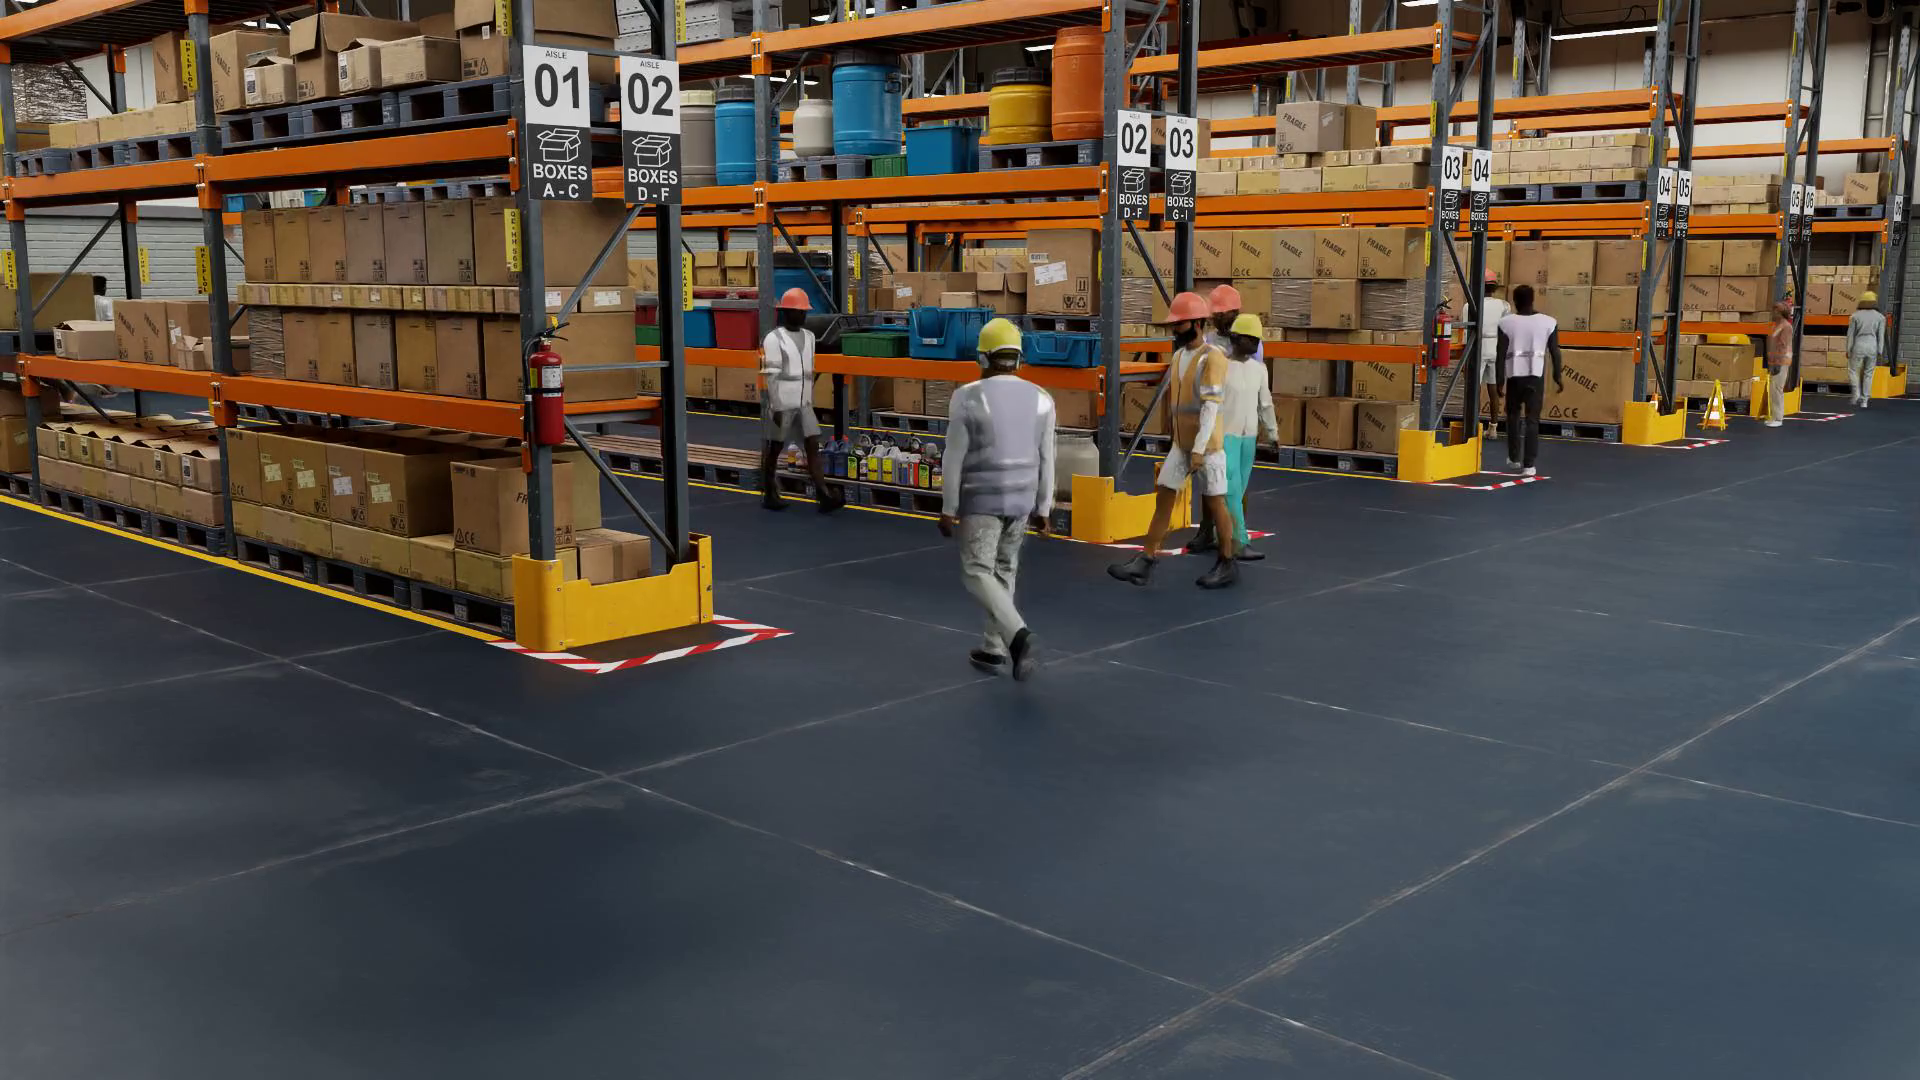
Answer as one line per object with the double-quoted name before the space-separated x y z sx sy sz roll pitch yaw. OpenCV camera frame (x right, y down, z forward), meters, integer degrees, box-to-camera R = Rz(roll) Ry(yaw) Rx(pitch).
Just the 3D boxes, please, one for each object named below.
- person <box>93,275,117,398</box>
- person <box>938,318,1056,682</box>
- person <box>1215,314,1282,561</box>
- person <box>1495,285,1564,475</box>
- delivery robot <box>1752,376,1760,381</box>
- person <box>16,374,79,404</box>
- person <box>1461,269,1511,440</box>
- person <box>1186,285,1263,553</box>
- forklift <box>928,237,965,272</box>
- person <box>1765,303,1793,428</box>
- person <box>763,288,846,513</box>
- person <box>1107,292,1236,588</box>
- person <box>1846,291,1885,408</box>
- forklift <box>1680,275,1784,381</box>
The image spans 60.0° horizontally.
"person" -13.688 -3.248 26.555 0.636 1.952 0.417 2 10 14
"person" 0.218 -0.190 8.244 0.586 1.816 0.737 -5 11 -29
"person" 2.027 -0.711 11.700 0.559 1.732 0.826 -6 11 -32
"person" 5.764 -1.626 16.832 0.691 1.874 0.887 3 10 16
"delivery robot" 11.858 -2.401 25.489 0.707 0.478 0.477 5 10 27
"person" -13.070 -2.758 23.533 0.896 1.971 0.621 -5 10 -27
"person" 6.287 -2.222 19.997 0.608 2.044 0.370 -2 9 -13
"person" 1.897 -0.865 12.009 0.553 1.933 0.369 6 11 32
"forklift" -0.326 -5.817 39.609 1.129 2.768 1.873 9 13 43
"person" 10.647 -2.278 21.676 0.316 1.613 0.656 2 9 11
"person" -1.369 -1.165 13.991 0.974 1.883 0.570 9 13 44
"person" 1.406 -0.613 10.569 0.954 1.890 0.571 -5 10 -28
"person" 13.397 -2.819 24.628 0.503 1.733 0.423 3 10 18
"forklift" 12.480 -3.427 27.053 1.214 2.155 2.313 9 13 43
